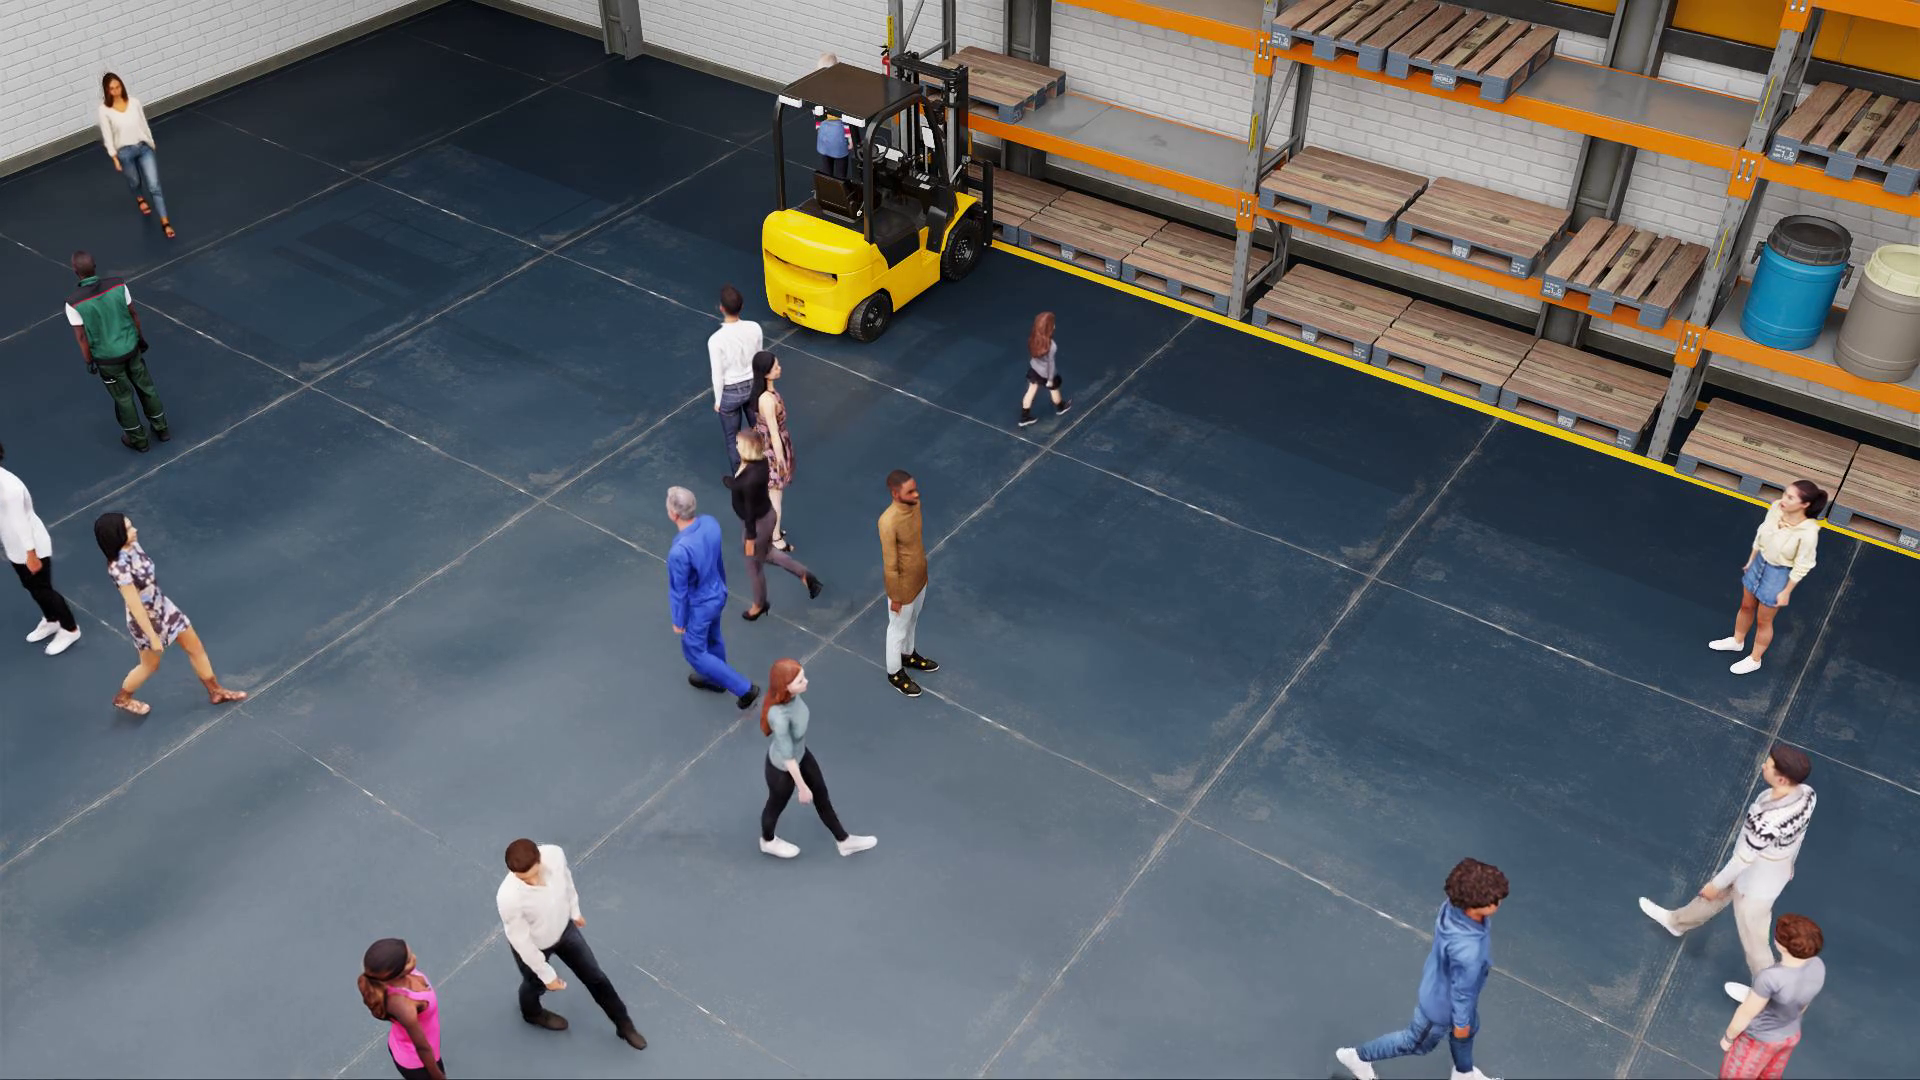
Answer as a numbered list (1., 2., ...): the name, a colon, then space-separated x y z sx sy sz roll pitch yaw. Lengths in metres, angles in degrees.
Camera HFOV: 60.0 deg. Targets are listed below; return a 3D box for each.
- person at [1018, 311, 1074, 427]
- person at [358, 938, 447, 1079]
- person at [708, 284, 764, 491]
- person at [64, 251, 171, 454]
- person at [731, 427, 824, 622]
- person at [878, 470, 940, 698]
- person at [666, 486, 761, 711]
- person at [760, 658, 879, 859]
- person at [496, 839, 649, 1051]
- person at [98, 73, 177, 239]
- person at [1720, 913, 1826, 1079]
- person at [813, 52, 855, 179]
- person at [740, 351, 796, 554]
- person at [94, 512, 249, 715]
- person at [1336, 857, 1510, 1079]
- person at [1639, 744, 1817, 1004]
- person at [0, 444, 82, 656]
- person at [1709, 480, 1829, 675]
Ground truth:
1. person: 0.665 -1.449 14.214 0.693 1.079 0.773 -25 45 -28
2. person: -2.806 2.637 8.582 0.696 1.723 0.597 -22 43 -25
3. person: -1.747 -1.183 13.248 0.702 1.868 0.710 -22 43 -25
4. person: -6.976 -1.563 13.747 0.611 1.840 0.696 27 46 30
5. person: -1.358 -0.081 12.041 0.978 1.652 0.876 -1 39 -1
6. person: -0.384 0.264 11.477 0.610 1.817 0.669 15 41 18
7. person: -1.679 0.444 11.257 0.989 1.810 0.864 15 41 18
8. person: -1.125 1.374 10.171 1.091 1.713 0.899 5 39 6
9. person: -2.346 2.180 9.077 1.068 1.818 0.744 16 41 19
10. person: -8.427 -3.957 16.905 0.879 1.639 1.177 -24 44 -27
11. person: 4.228 2.592 8.704 0.694 1.641 0.744 -9 40 -12
12. person: -1.295 -4.117 16.970 0.458 1.809 0.718 26 45 29
13. person: -1.435 -0.675 12.688 0.863 1.774 0.790 -12 40 -14
14. person: -5.533 0.551 11.214 1.148 1.698 1.078 -6 39 -7
15. person: 2.521 2.381 8.859 1.229 1.776 0.891 12 40 14
16. person: 4.566 1.955 9.369 0.827 1.806 1.235 -32 48 -33
17. person: -6.635 0.000 11.813 0.525 1.810 0.714 24 45 27
18. person: 5.694 0.243 11.653 0.769 1.630 0.697 -8 39 -10
